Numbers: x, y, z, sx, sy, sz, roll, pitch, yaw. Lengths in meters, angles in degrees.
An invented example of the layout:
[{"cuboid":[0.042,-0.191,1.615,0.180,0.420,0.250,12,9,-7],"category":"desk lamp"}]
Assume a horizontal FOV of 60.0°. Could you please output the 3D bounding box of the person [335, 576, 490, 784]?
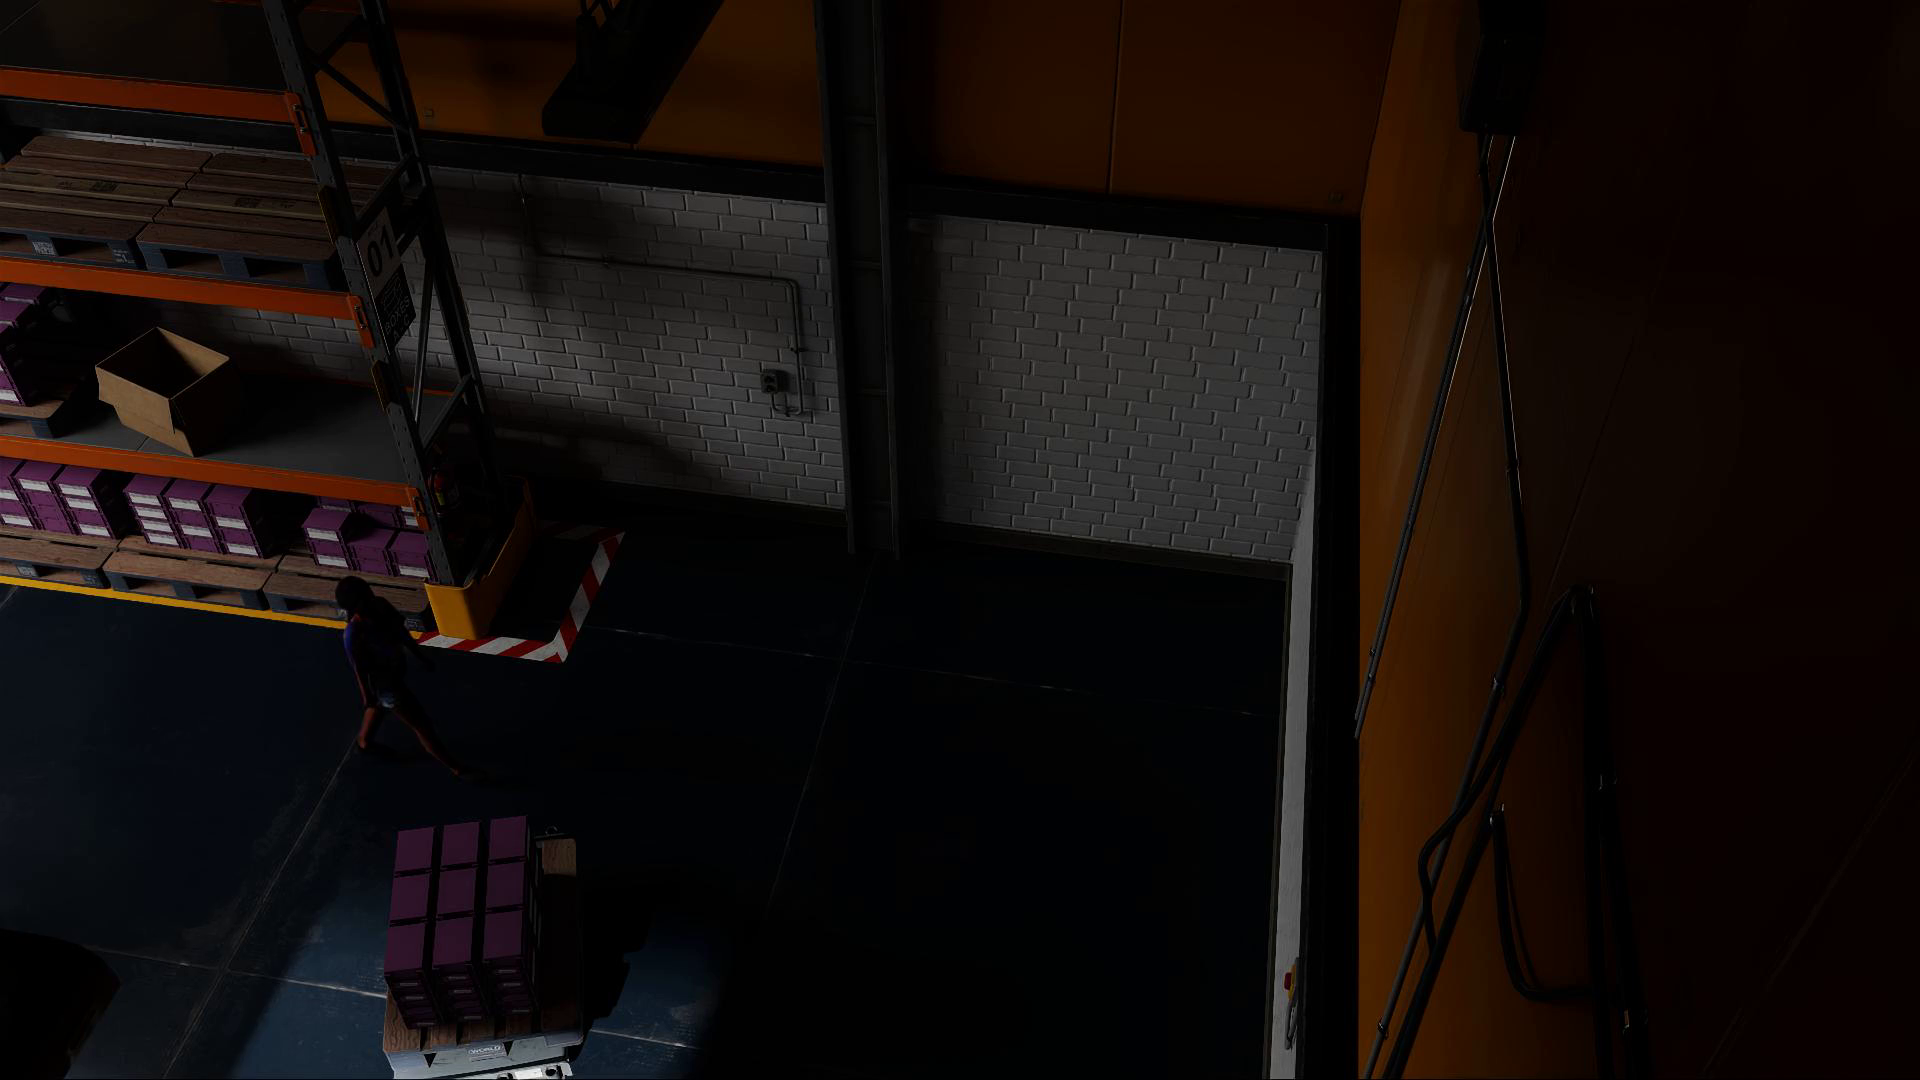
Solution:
[{"cuboid":[-3.568,0.848,10.165,1.166,1.693,0.631,5,44,5],"category":"person"}]
